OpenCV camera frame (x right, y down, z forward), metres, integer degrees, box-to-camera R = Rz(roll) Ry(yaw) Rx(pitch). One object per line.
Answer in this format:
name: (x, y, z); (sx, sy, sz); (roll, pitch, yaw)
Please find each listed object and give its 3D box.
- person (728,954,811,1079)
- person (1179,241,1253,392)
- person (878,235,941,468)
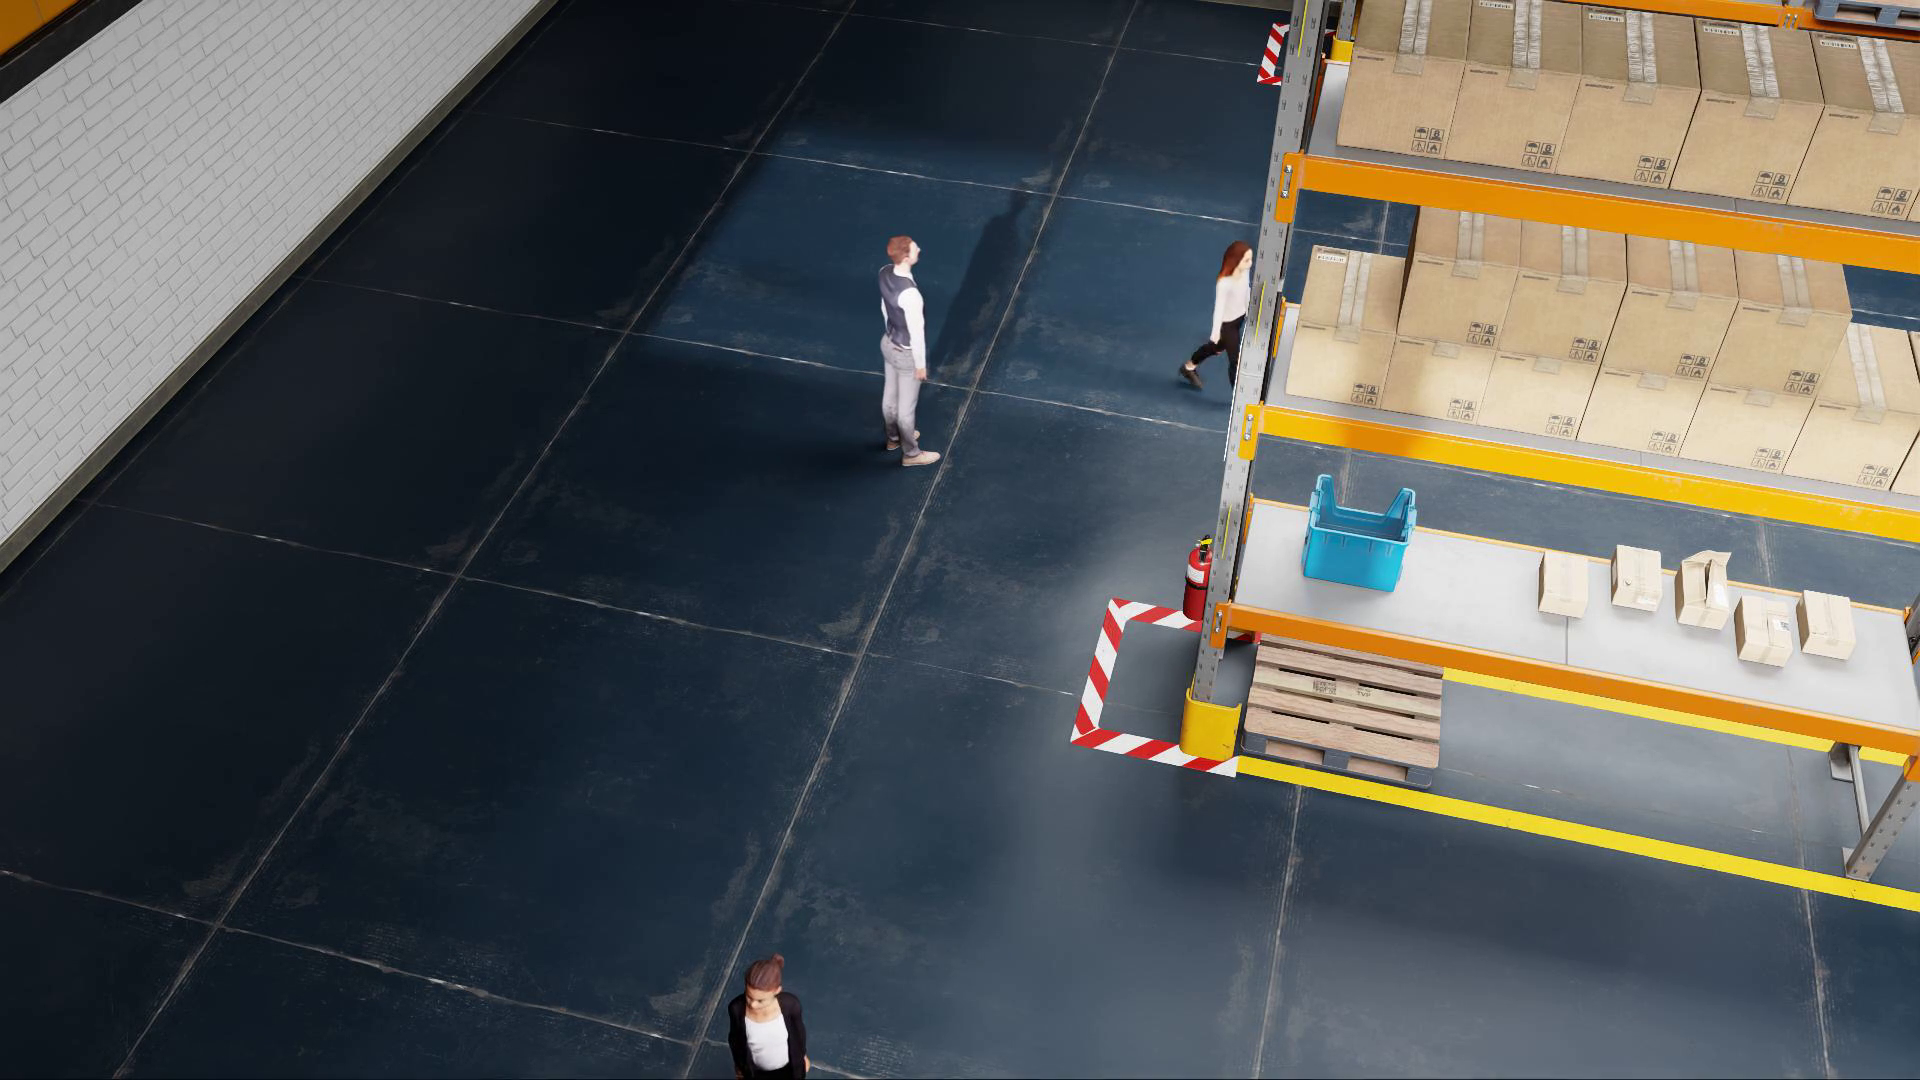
person: (-0.942, 2.552, 8.286); (0.563, 1.554, 0.664); (-3, 44, -4)
person: (2.014, -1.702, 12.821); (1.032, 1.458, 0.735); (23, 48, 22)
person: (-0.420, -1.396, 12.153); (0.790, 1.937, 0.741); (-19, 47, -19)
